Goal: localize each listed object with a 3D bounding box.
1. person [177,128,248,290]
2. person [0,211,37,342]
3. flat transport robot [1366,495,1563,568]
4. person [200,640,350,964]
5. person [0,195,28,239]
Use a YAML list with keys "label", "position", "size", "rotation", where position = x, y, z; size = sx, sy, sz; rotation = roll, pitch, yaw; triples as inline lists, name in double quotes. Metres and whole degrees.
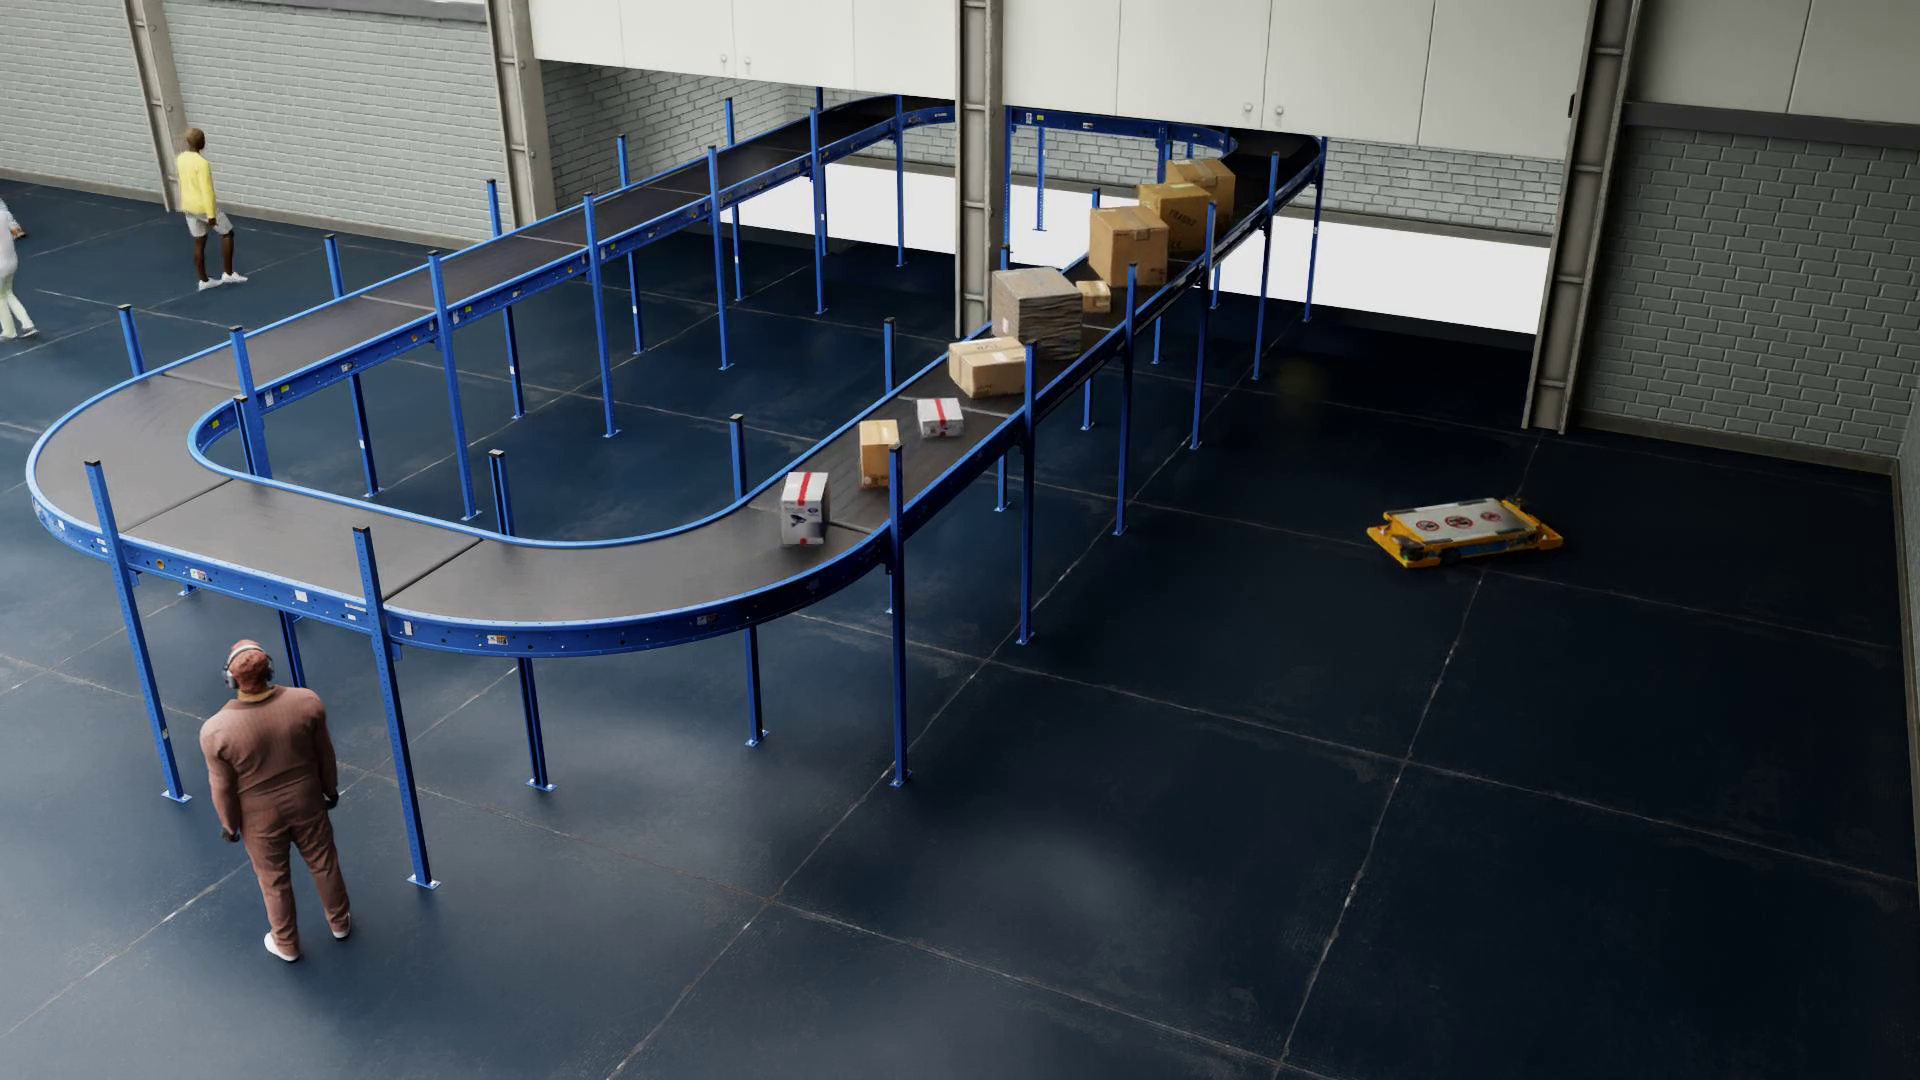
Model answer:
- label: "person"
  position: [-8.820, -3.894, 19.523]
  size: [0.557, 1.876, 0.679]
  rotation: [14, 30, 26]
- label: "person"
  position: [-10.296, -2.920, 17.740]
  size: [0.443, 1.706, 0.610]
  rotation: [0, 26, 0]
- label: "flat transport robot"
  position: [4.130, -0.066, 13.609]
  size: [1.431, 0.231, 0.659]
  rotation: [-7, 27, -15]
- label: "person"
  position: [-3.623, 1.386, 8.843]
  size: [0.639, 1.908, 0.413]
  rotation: [-20, 32, -34]
- label: "person"
  position: [-12.516, -4.679, 21.100]
  size: [0.887, 1.874, 0.661]
  rotation: [8, 27, 15]
